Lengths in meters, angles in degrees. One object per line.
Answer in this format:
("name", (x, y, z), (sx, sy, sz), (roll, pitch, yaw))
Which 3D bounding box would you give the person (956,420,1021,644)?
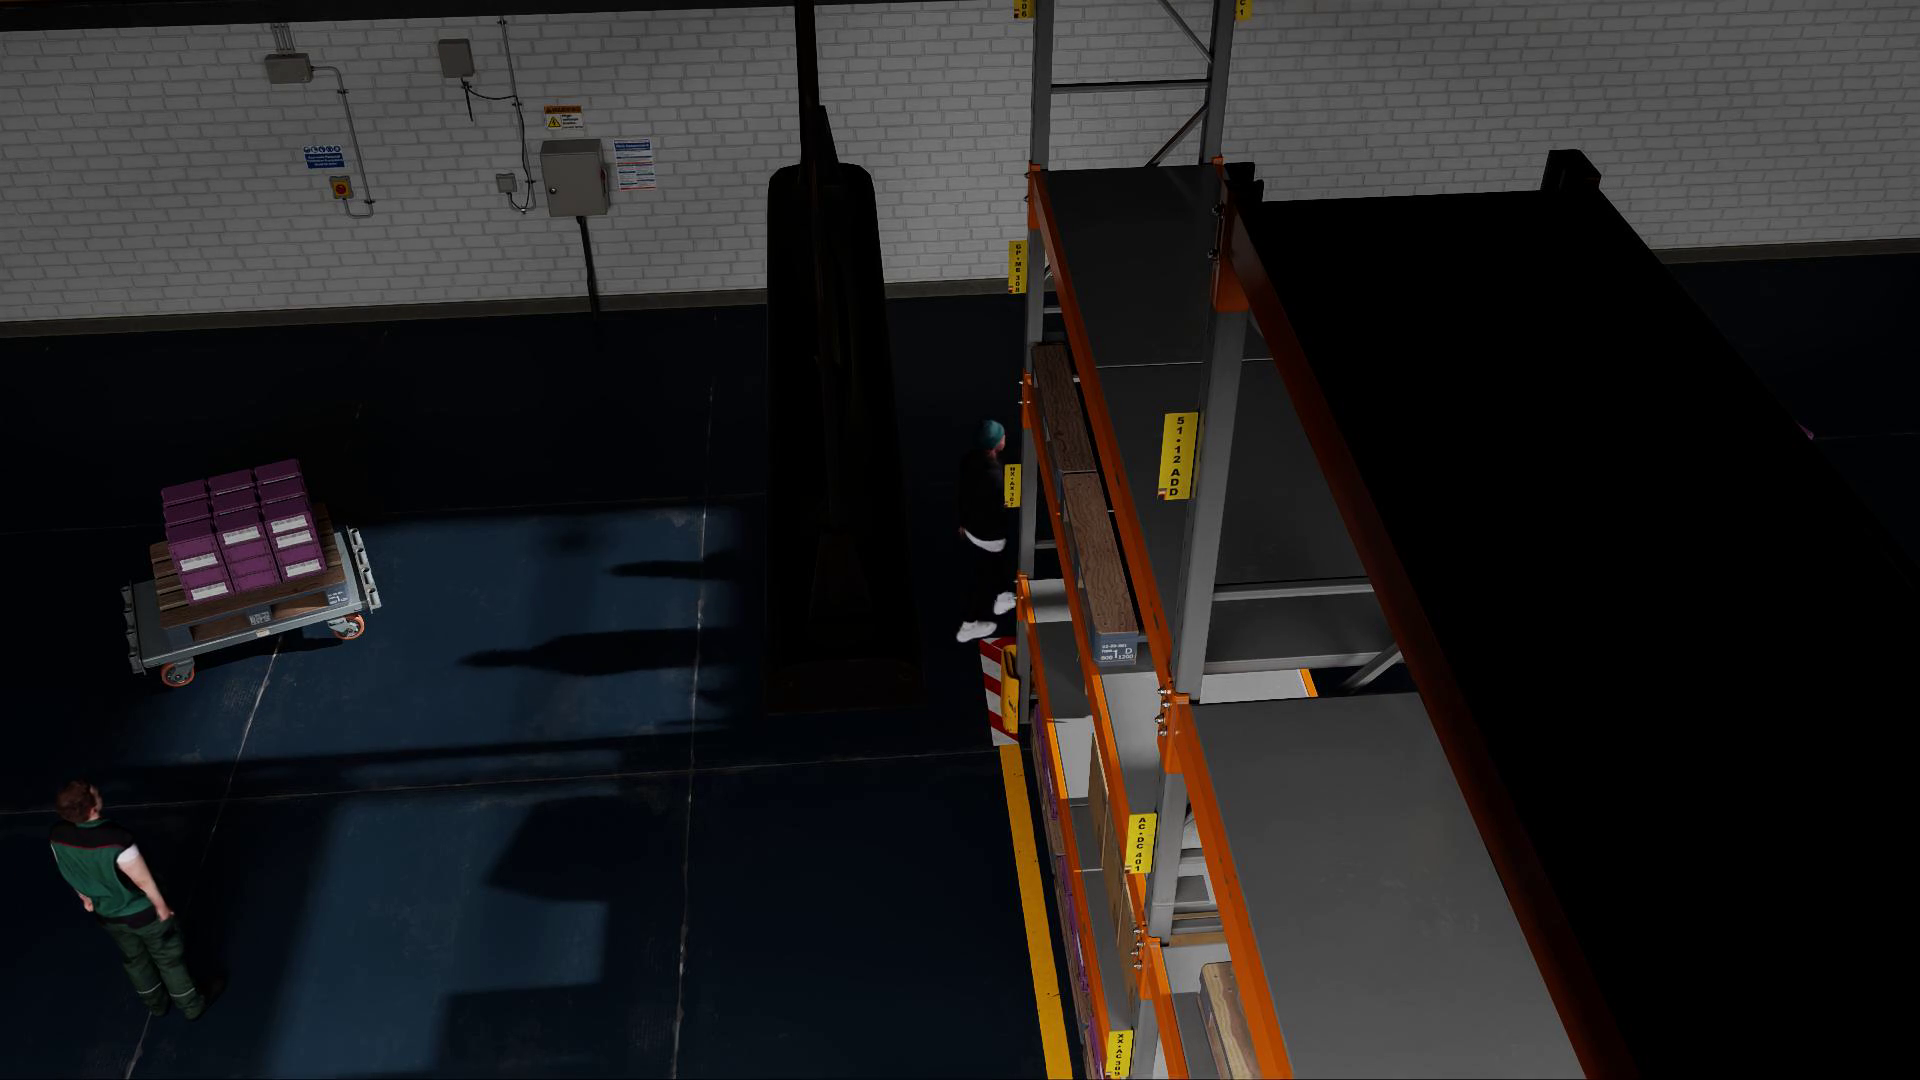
("person", (0.104, -0.023, 11.440), (0.941, 1.796, 0.971), (-18, 42, -21))

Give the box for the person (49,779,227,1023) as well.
("person", (-4.468, 1.942, 8.943), (0.695, 1.842, 0.666), (6, 39, 7))
